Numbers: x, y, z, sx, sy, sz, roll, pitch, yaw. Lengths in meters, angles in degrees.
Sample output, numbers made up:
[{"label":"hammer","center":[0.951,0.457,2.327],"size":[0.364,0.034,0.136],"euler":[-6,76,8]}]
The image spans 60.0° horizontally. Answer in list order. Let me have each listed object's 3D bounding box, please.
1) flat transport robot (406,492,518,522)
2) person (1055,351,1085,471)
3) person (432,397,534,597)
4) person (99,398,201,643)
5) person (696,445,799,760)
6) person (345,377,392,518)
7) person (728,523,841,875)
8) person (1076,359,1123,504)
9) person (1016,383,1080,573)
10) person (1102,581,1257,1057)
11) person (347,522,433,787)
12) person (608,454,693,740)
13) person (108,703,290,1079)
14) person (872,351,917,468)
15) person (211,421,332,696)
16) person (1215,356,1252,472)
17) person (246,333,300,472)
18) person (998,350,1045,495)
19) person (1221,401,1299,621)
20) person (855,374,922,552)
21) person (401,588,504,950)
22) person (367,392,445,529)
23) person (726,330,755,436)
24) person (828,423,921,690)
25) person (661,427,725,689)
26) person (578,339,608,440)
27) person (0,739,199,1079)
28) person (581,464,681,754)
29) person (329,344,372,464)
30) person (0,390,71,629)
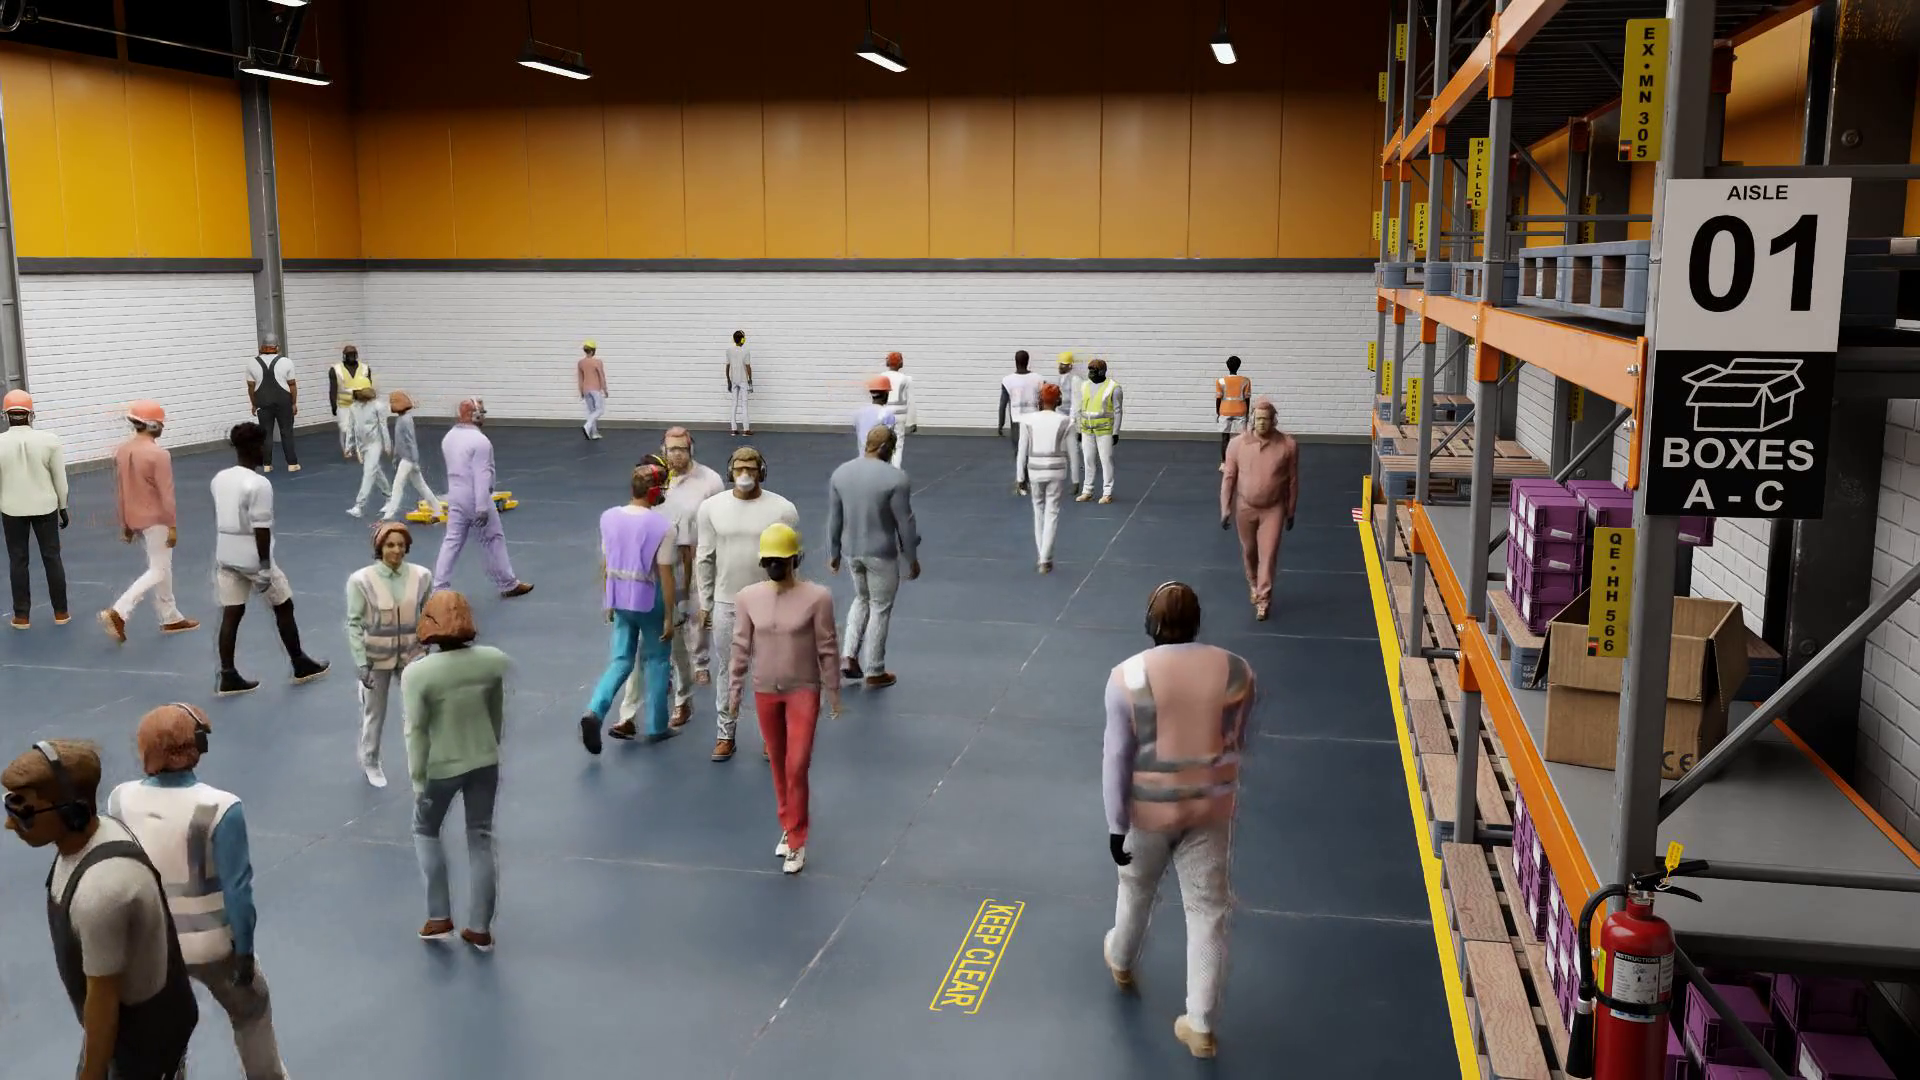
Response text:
[{"label":"flat transport robot","center":[-5.997,-0.423,20.080],"size":[0.652,0.197,1.431],"euler":[3,10,15]},{"label":"person","center":[1.595,-1.880,24.310],"size":[0.930,1.773,0.618],"euler":[-4,10,-24]},{"label":"person","center":[-4.361,-0.358,14.928],"size":[0.666,1.853,0.991],"euler":[8,12,39]},{"label":"person","center":[-6.566,-0.151,13.365],"size":[0.629,1.970,0.855],"euler":[6,11,31]},{"label":"person","center":[-1.298,0.389,10.180],"size":[0.631,1.940,0.372],"euler":[0,9,-2]},{"label":"person","center":[-7.157,-1.134,20.124],"size":[0.494,1.695,0.950],"euler":[4,10,22]},{"label":"person","center":[-0.908,0.787,8.329],"size":[0.555,1.740,0.683],"euler":[2,10,13]},{"label":"person","center":[1.748,-1.377,21.116],"size":[0.630,1.839,0.429],"euler":[7,12,36]},{"label":"person","center":[0.909,-0.636,16.587],"size":[0.616,1.855,0.824],"euler":[3,10,17]},{"label":"person","center":[0.840,1.051,6.623],"size":[0.620,1.792,0.952],"euler":[-1,9,-7]},{"label":"person","center":[-3.231,0.682,9.451],"size":[0.513,1.602,0.846],"euler":[-7,12,-35]},{"label":"person","center":[-1.947,0.371,10.642],"size":[0.516,1.828,0.945],"euler":[2,10,11]},{"label":"person","center":[-2.517,1.318,5.573],"size":[0.520,1.603,0.747],"euler":[2,10,9]},{"label":"person","center":[-0.861,-1.637,22.621],"size":[0.597,1.854,0.785],"euler":[2,10,14]},{"label":"person","center":[-4.959,0.114,11.871],"size":[0.611,1.931,0.903],"euler":[5,11,29]},{"label":"person","center":[3.990,-1.839,24.327],"size":[0.530,1.697,0.322],"euler":[1,9,4]},{"label":"person","center":[-10.047,-2.019,24.380],"size":[0.673,2.000,0.536],"euler":[-2,10,-10]},{"label":"person","center":[0.802,-1.564,22.057],"size":[0.616,1.893,0.729],"euler":[-2,10,-12]},{"label":"person","center":[2.621,-0.291,14.534],"size":[0.645,1.871,0.988],"euler":[3,10,16]},{"label":"person","center":[-0.810,-0.778,17.367],"size":[0.551,1.887,0.963],"euler":[8,12,39]},{"label":"person","center":[-2.252,1.012,7.396],"size":[0.505,1.615,0.499],"euler":[-8,12,-40]},{"label":"person","center":[-6.366,-0.916,19.124],"size":[0.890,1.581,0.515],"euler":[-4,10,-25]},{"label":"person","center":[-3.898,-2.781,29.483],"size":[0.521,1.871,0.325],"euler":[3,10,20]},{"label":"person","center":[-0.625,0.118,11.876],"size":[0.674,1.910,0.411],"euler":[6,11,34]},{"label":"person","center":[-1.977,0.146,11.800],"size":[0.662,1.918,0.430],"euler":[-1,10,-8]},{"label":"person","center":[-6.334,-2.574,28.577],"size":[0.562,1.750,0.642],"euler":[5,11,29]},{"label":"person","center":[-2.285,1.383,4.586],"size":[0.531,1.805,0.550],"euler":[-8,12,-39]},{"label":"person","center":[-2.027,0.437,10.312],"size":[0.574,1.811,0.787],"euler":[4,10,23]},{"label":"person","center":[-9.313,-2.089,25.463],"size":[0.637,1.820,0.749],"euler":[-5,11,-29]},{"label":"person","center":[-7.782,-0.256,13.892],"size":[0.611,1.996,0.378],"euler":[-6,11,-34]}]
